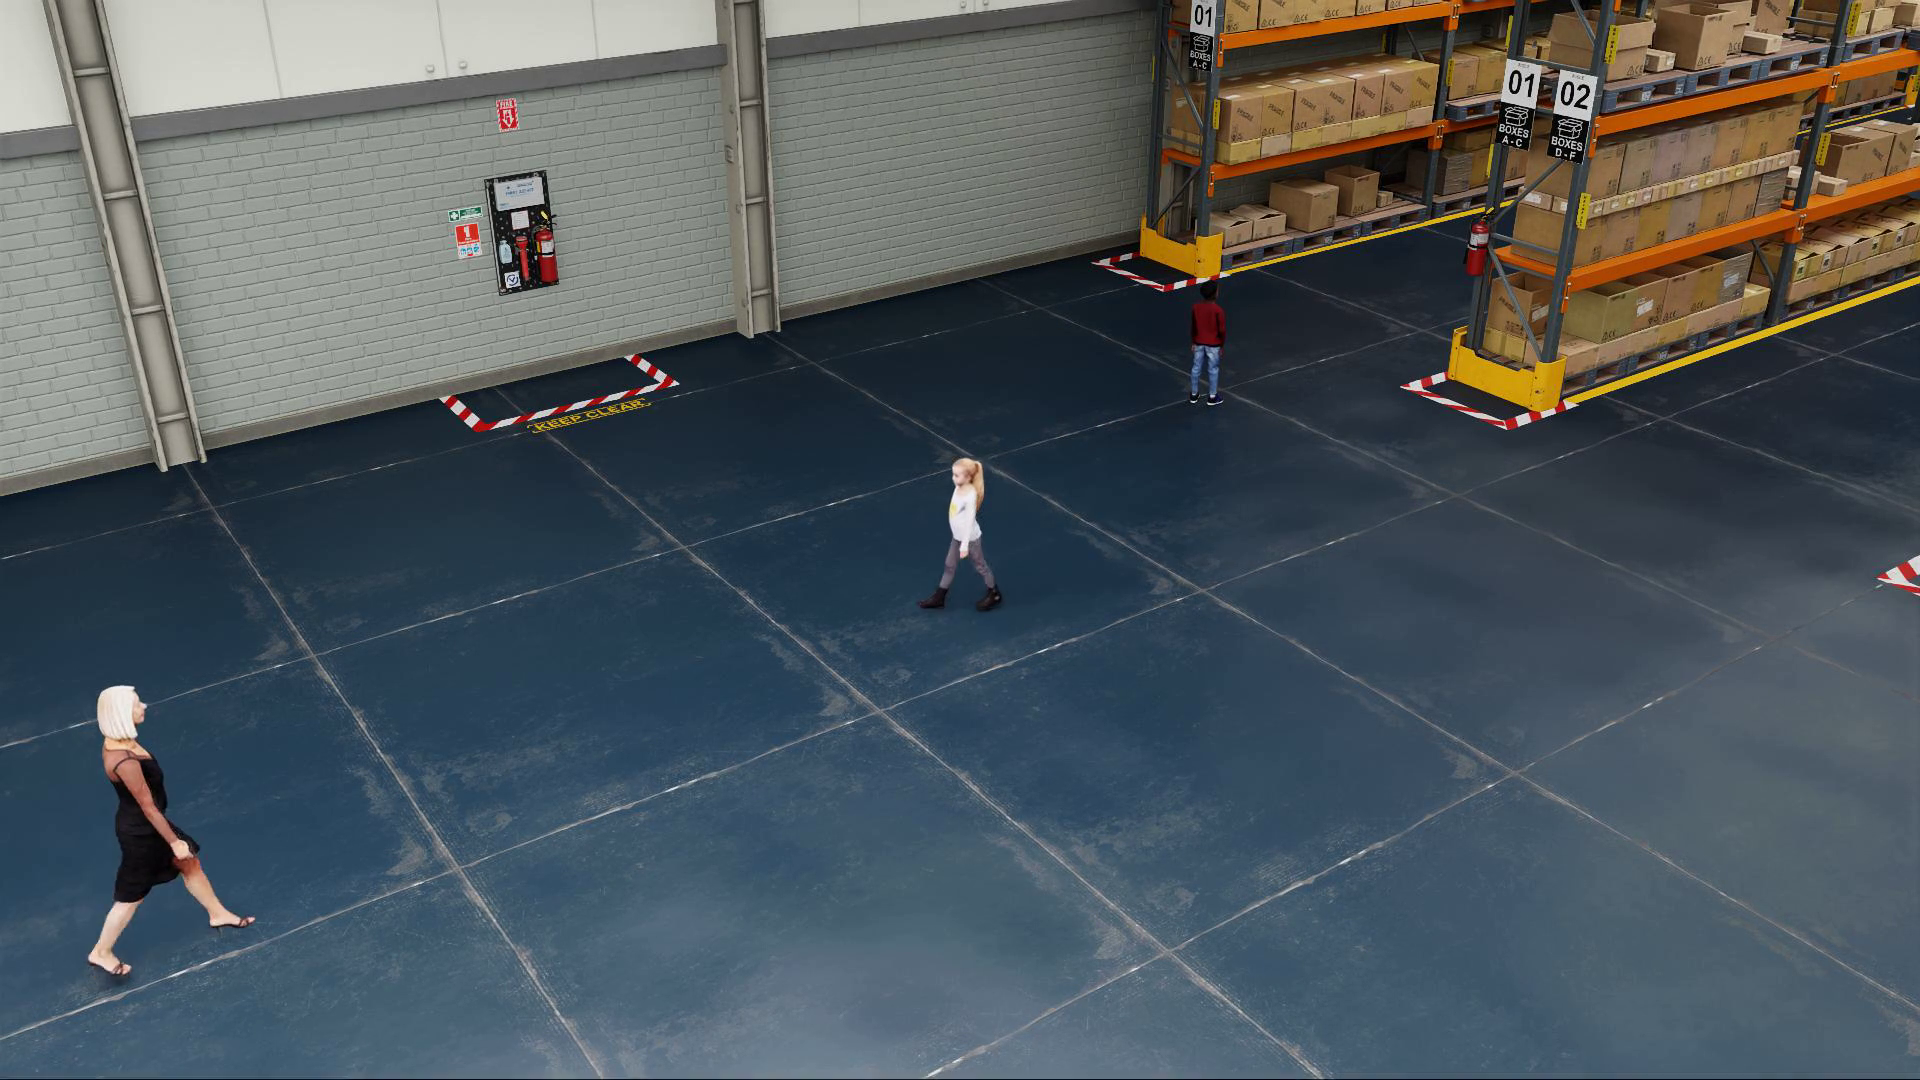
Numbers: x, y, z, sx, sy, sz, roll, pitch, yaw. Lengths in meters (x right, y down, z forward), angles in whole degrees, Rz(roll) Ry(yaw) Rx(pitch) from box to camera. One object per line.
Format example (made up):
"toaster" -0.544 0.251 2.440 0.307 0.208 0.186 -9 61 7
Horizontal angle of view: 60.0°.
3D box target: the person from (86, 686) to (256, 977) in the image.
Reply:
"person" -4.422 1.596 8.834 1.115 1.704 0.738 -12 30 -22

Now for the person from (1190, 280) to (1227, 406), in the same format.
"person" 2.405 -1.925 16.161 0.579 1.256 0.604 14 30 26

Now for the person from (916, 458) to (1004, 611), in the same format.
"person" 0.111 -0.024 12.481 0.952 1.245 0.665 -10 29 -18
